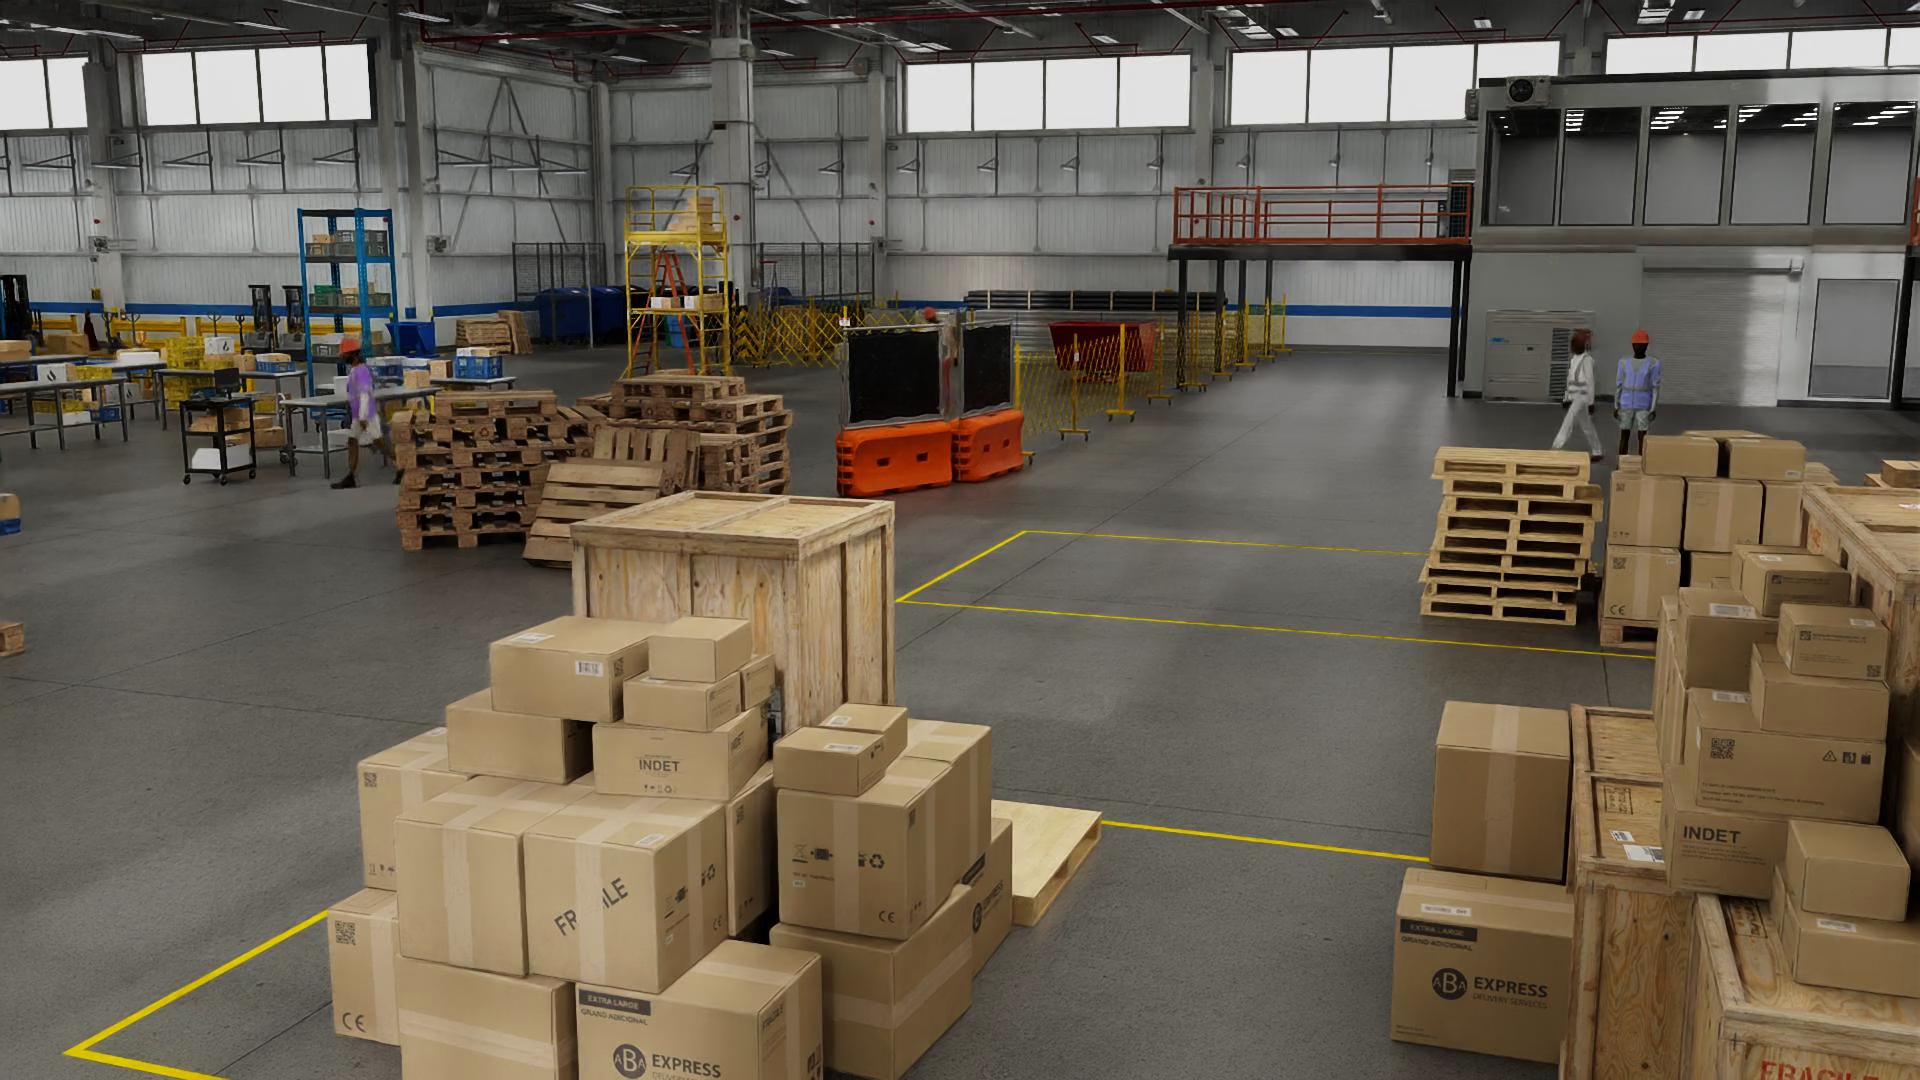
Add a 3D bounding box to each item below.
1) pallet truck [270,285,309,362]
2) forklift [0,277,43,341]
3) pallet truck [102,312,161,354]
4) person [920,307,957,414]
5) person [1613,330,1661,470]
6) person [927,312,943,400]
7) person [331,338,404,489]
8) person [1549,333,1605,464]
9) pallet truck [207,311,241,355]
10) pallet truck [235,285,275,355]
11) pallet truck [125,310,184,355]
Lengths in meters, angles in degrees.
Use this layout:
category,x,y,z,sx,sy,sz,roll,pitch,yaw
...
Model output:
category,x,y,z,sx,sy,sz,roll,pitch,yaw
pallet truck,-17.147,-5.700,43.663,0.823,1.965,1.885,3,11,17
forklift,-27.151,-6.329,46.328,1.157,1.987,2.680,3,11,17
pallet truck,-23.057,-5.777,46.261,0.680,1.201,1.601,3,11,19
person,-0.383,-3.221,29.905,0.676,1.926,0.849,0,10,-2
person,8.764,-1.751,21.576,0.551,1.942,0.340,7,12,36
person,-0.448,-3.633,32.775,0.507,1.717,0.718,3,10,15
person,-7.408,-1.592,20.879,0.975,1.885,0.627,-7,12,-33
person,8.502,-1.946,22.983,1.013,1.826,0.597,1,10,3
pallet truck,-19.537,-5.575,44.913,0.653,1.274,1.630,3,11,19
pallet truck,-18.327,-5.835,44.421,0.823,1.965,1.885,4,11,23
pallet truck,-22.038,-5.665,45.457,0.704,1.261,1.522,3,11,17
